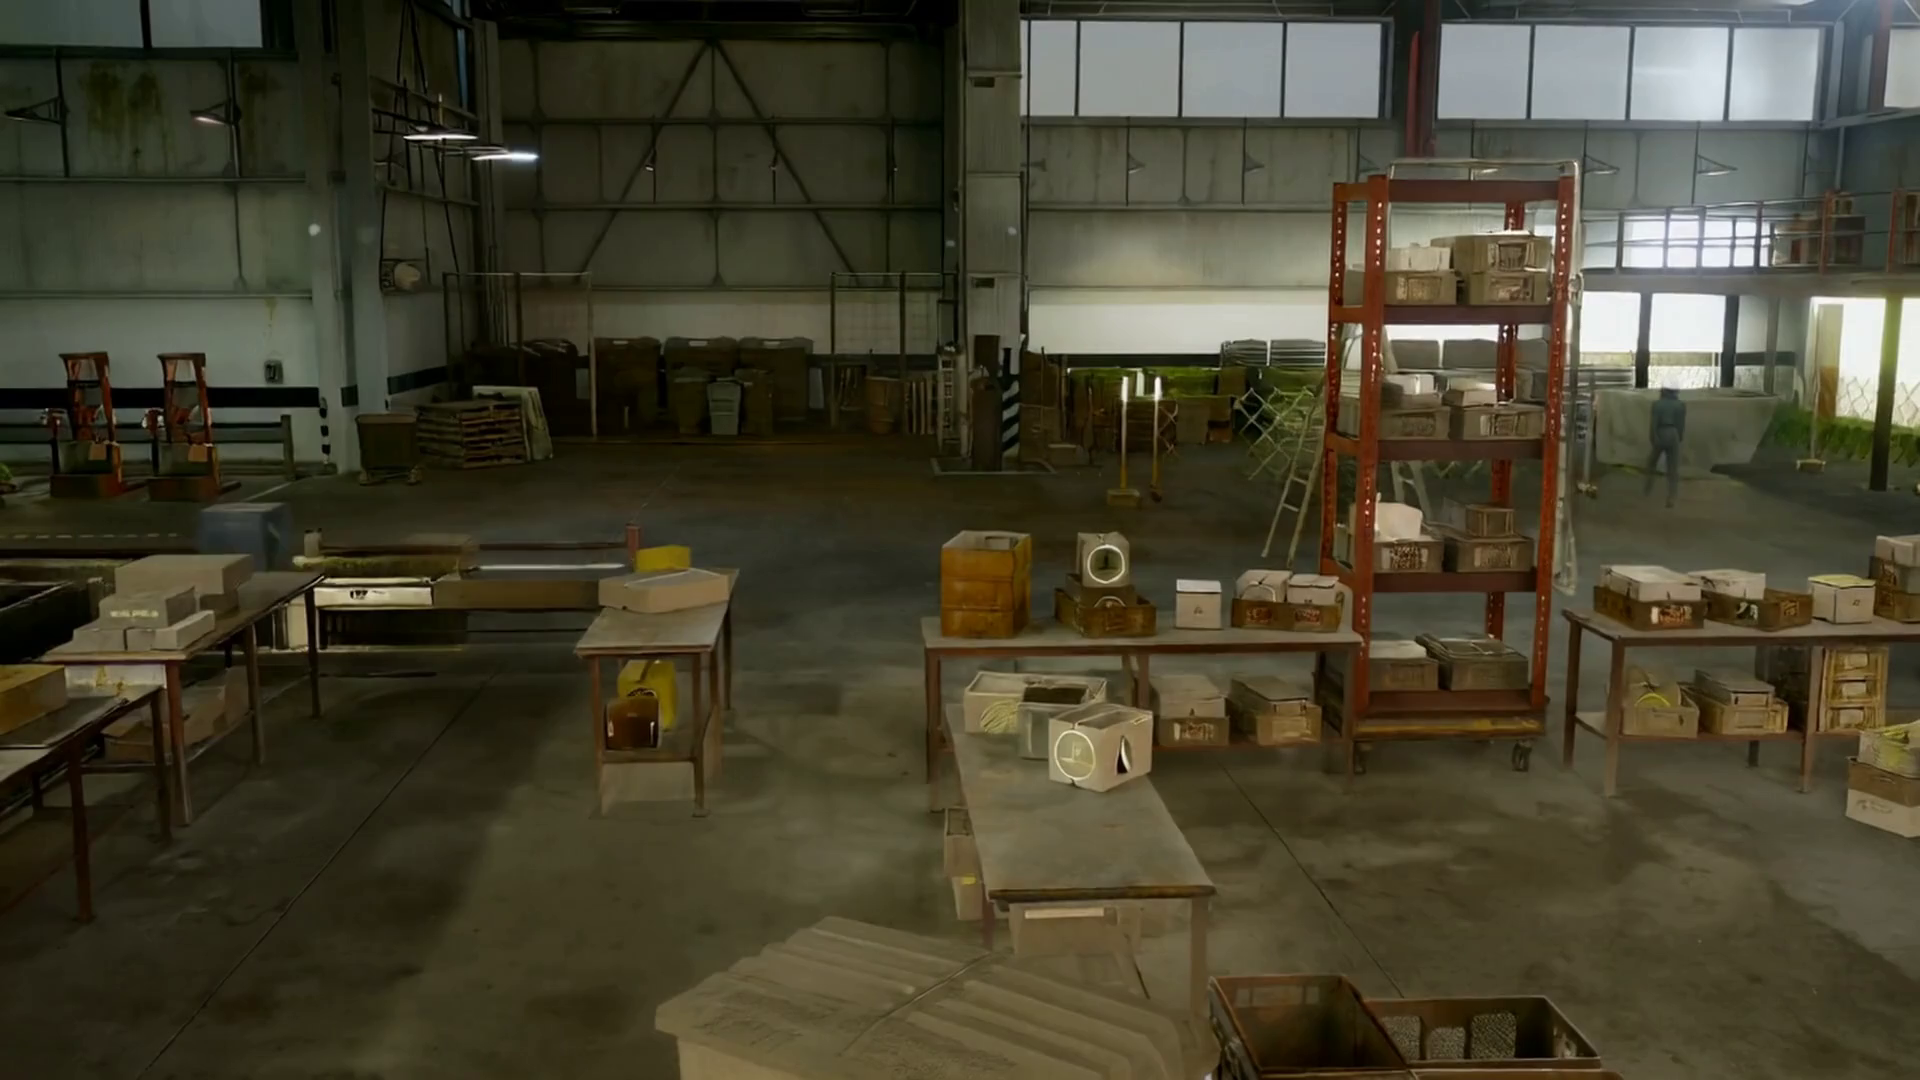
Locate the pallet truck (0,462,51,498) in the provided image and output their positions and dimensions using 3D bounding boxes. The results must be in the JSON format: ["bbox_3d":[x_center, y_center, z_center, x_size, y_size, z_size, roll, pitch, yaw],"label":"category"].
[{"bbox_3d":[-13.193,-1.293,23.148,0.653,1.274,1.630,-1,9,-4],"label":"pallet truck"}]

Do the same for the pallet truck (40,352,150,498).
[{"bbox_3d":[-11.907,-1.642,23.165,0.823,1.965,1.885,0,9,0],"label":"pallet truck"}]

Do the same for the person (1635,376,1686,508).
[{"bbox_3d":[9.236,-1.298,21.874,0.510,1.704,0.854,0,9,-2],"label":"person"}]

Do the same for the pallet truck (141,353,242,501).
[{"bbox_3d":[-10.520,-1.604,22.925,0.823,1.965,1.885,-1,9,-6],"label":"pallet truck"}]
